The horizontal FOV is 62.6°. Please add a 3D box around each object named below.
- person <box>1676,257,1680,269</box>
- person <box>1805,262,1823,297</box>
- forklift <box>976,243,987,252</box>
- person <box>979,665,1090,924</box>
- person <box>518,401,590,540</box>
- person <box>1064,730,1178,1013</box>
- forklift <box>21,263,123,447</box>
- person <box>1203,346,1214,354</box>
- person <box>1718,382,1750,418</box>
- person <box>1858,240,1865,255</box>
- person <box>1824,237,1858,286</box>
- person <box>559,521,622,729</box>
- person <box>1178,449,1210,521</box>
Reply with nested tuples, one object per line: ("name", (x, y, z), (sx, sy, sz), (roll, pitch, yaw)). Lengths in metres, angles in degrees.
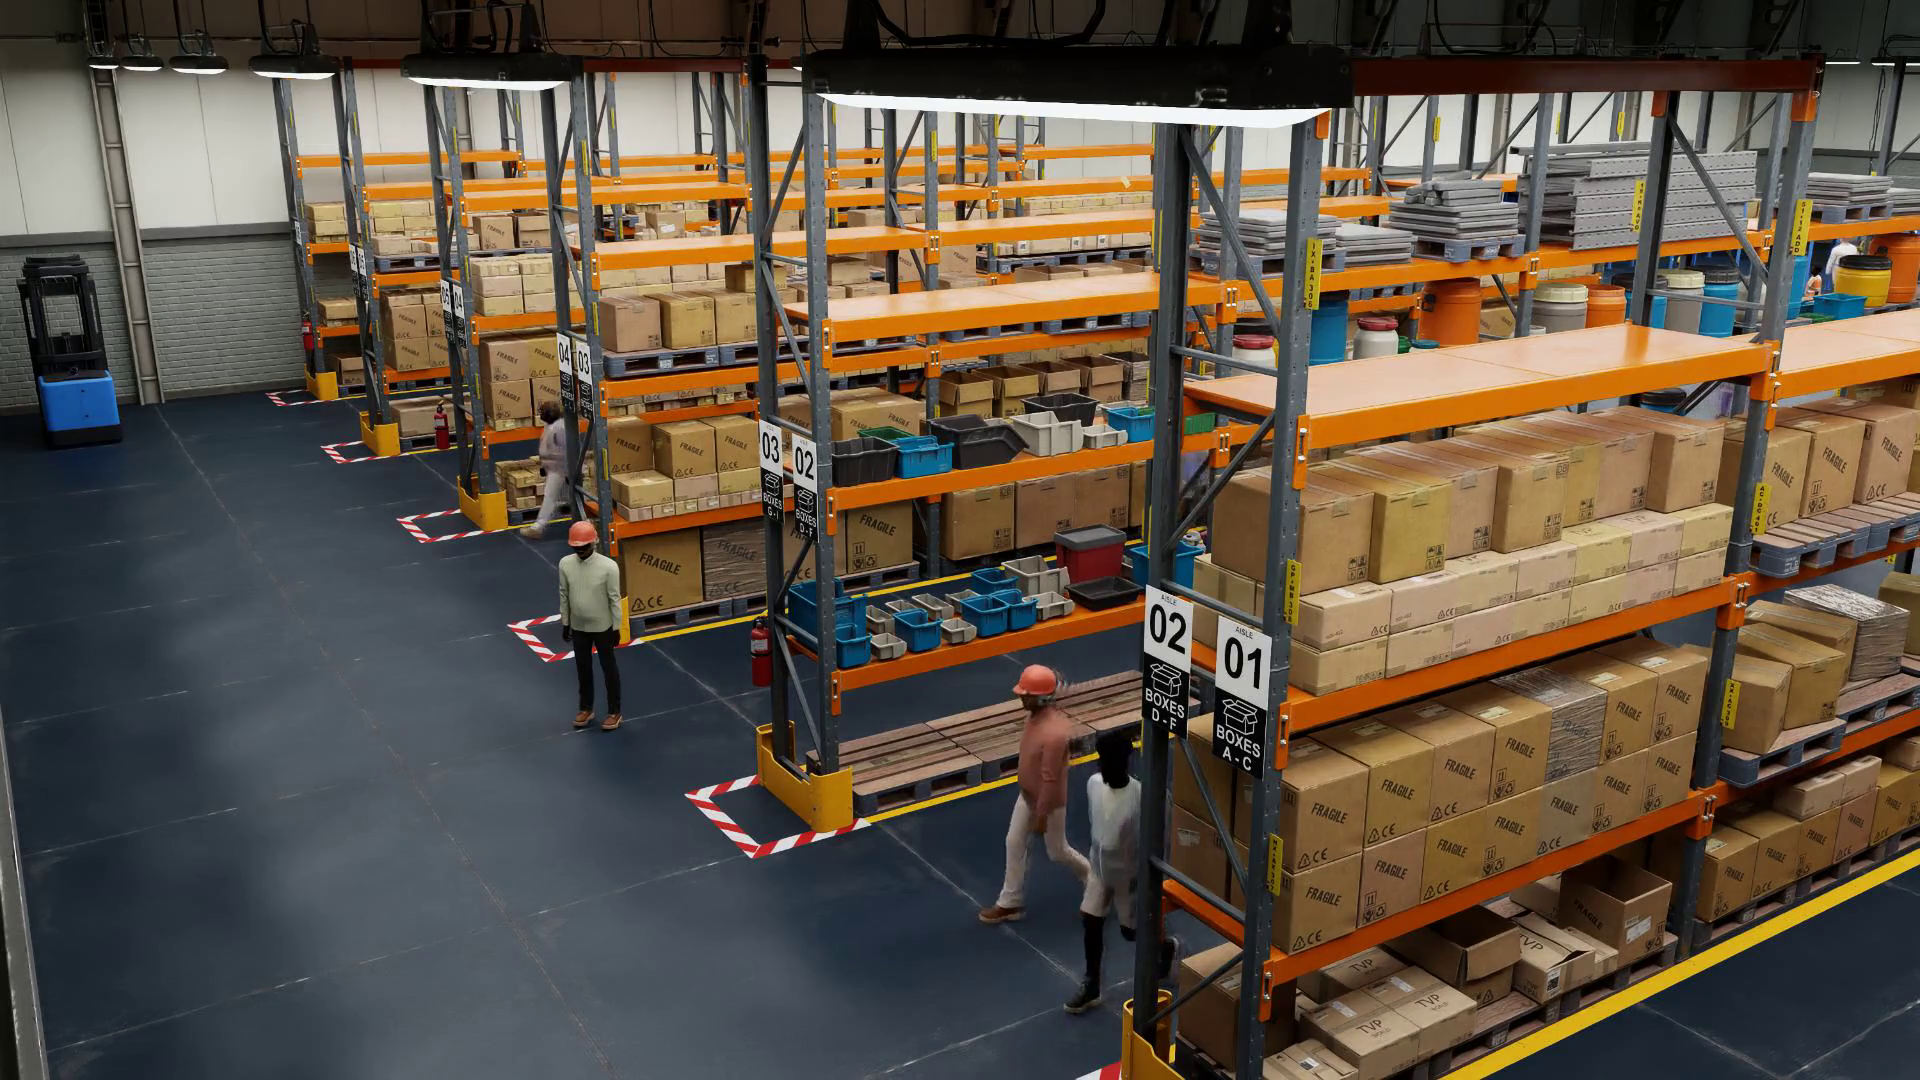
("person", (16.185, -5.534, 35.571), (0.327, 1.766, 0.539), (-4, 17, -12))
("person", (18.813, -5.285, 34.861), (0.318, 1.700, 0.536), (4, 17, 13))
("forklift", (0.988, -5.474, 34.718), (1.214, 2.155, 2.313), (-10, 20, -31))
("person", (0.648, 1.800, 11.195), (0.942, 1.964, 0.602), (-6, 18, -19))
("person", (-5.260, -0.919, 20.394), (0.974, 1.785, 0.652), (-8, 19, -24))
("person", (1.072, 2.108, 10.232), (0.804, 1.936, 0.613), (-15, 23, -41))
("forklift", (-14.518, -3.079, 25.708), (1.129, 2.768, 1.873), (-10, 20, -31))
("person", (3.777, -2.036, 23.969), (0.429, 1.844, 0.627), (12, 21, 35))
("person", (11.649, -1.999, 23.606), (0.610, 1.993, 1.053), (-12, 21, -35))
("person", (21.572, -6.261, 37.867), (0.540, 1.825, 1.003), (-6, 18, -19))
("person", (21.684, -6.629, 38.987), (0.683, 1.863, 0.959), (-2, 17, -7))
("person", (-3.395, 0.773, 14.516), (0.615, 1.987, 0.406), (4, 18, 14))
("person", (2.997, -0.846, 19.989), (0.958, 1.898, 0.544), (-12, 20, -33))
